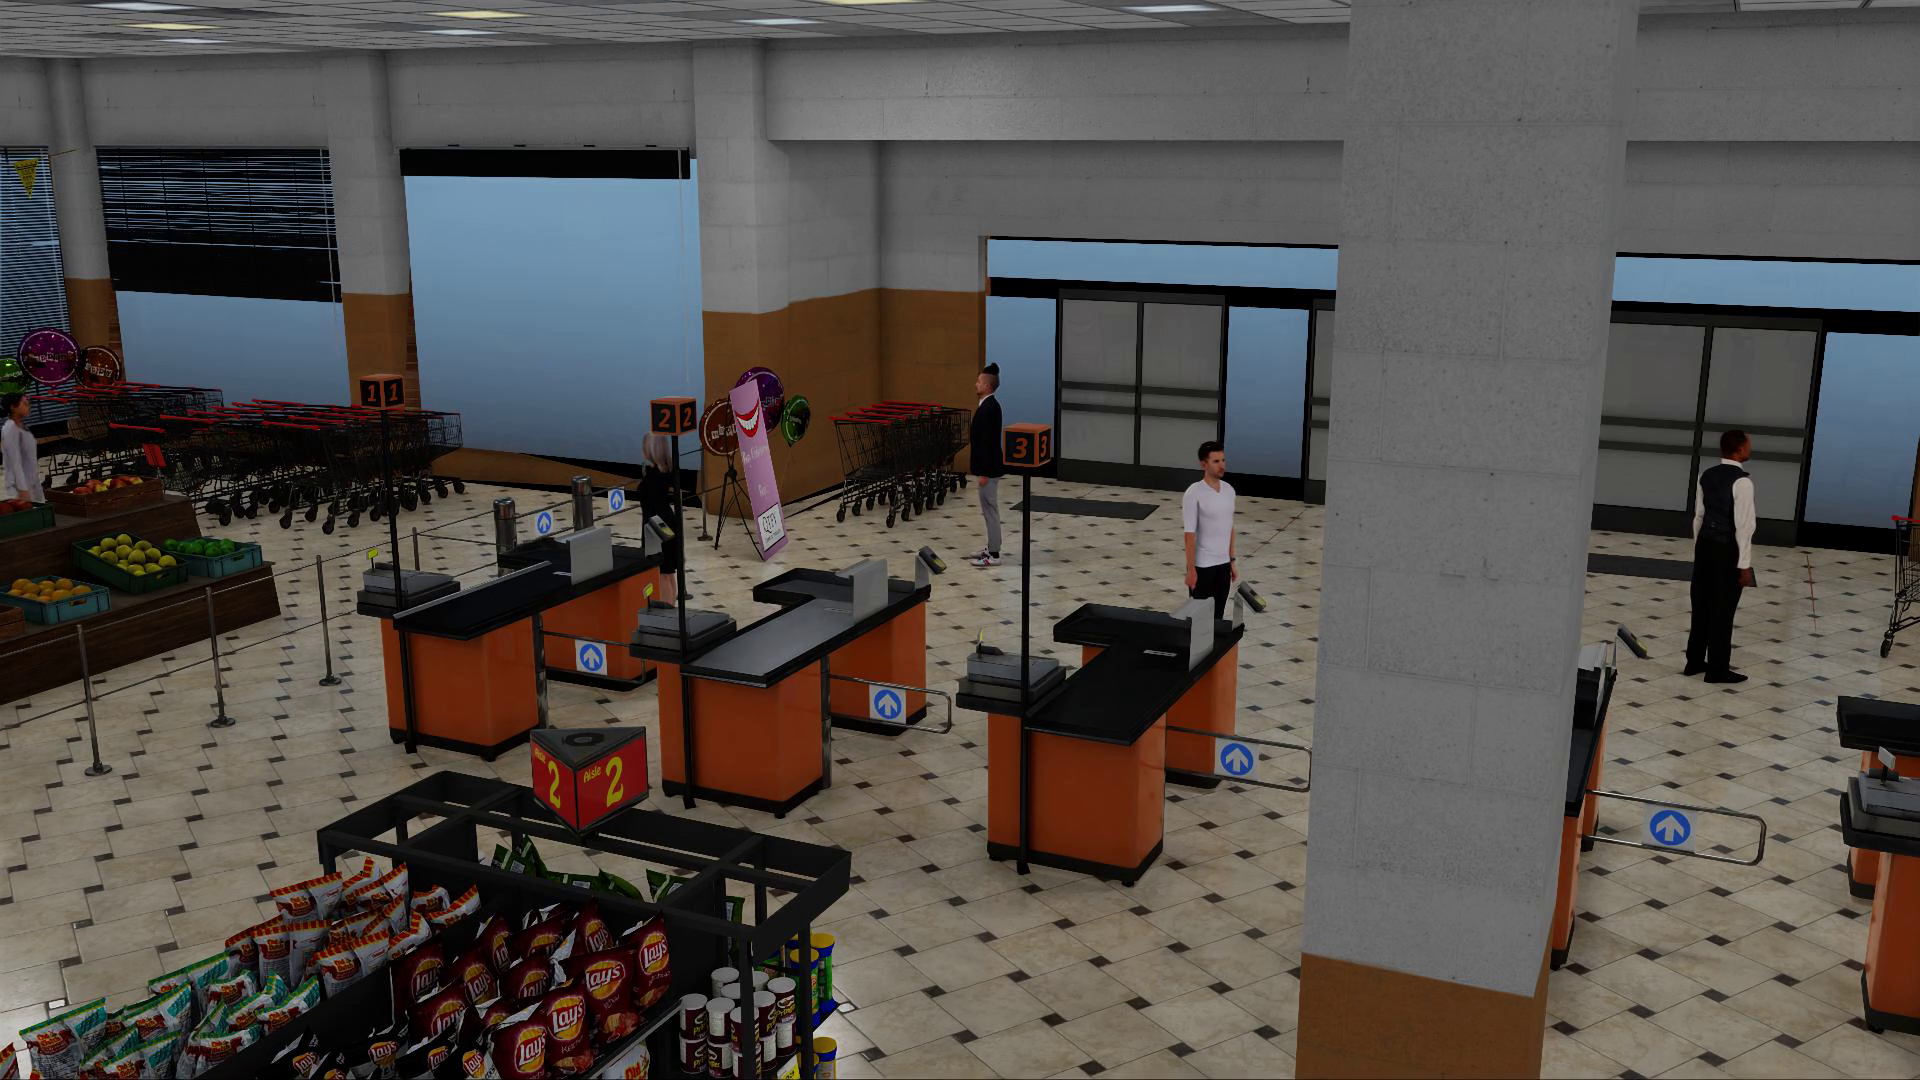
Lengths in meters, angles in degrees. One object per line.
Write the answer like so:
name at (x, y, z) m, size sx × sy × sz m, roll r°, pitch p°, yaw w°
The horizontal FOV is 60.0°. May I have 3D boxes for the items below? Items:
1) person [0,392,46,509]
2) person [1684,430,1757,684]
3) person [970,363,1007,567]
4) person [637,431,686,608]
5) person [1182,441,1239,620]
person at (-8.844, -0.510, 15.558) m, size 0.992 × 1.718 × 0.956 m, roll -4°, pitch 14°, yaw -14°
person at (5.743, 0.113, 12.565) m, size 0.836 × 1.918 × 0.763 m, roll -4°, pitch 14°, yaw -16°
person at (0.273, -0.731, 15.979) m, size 0.852 × 1.950 × 0.685 m, roll 0°, pitch 14°, yaw 1°
person at (-2.442, -0.034, 13.532) m, size 0.735 × 1.747 × 0.617 m, roll 1°, pitch 14°, yaw 4°
person at (1.863, 0.170, 12.468) m, size 0.677 × 1.852 × 0.809 m, roll -10°, pitch 17°, yaw -36°
